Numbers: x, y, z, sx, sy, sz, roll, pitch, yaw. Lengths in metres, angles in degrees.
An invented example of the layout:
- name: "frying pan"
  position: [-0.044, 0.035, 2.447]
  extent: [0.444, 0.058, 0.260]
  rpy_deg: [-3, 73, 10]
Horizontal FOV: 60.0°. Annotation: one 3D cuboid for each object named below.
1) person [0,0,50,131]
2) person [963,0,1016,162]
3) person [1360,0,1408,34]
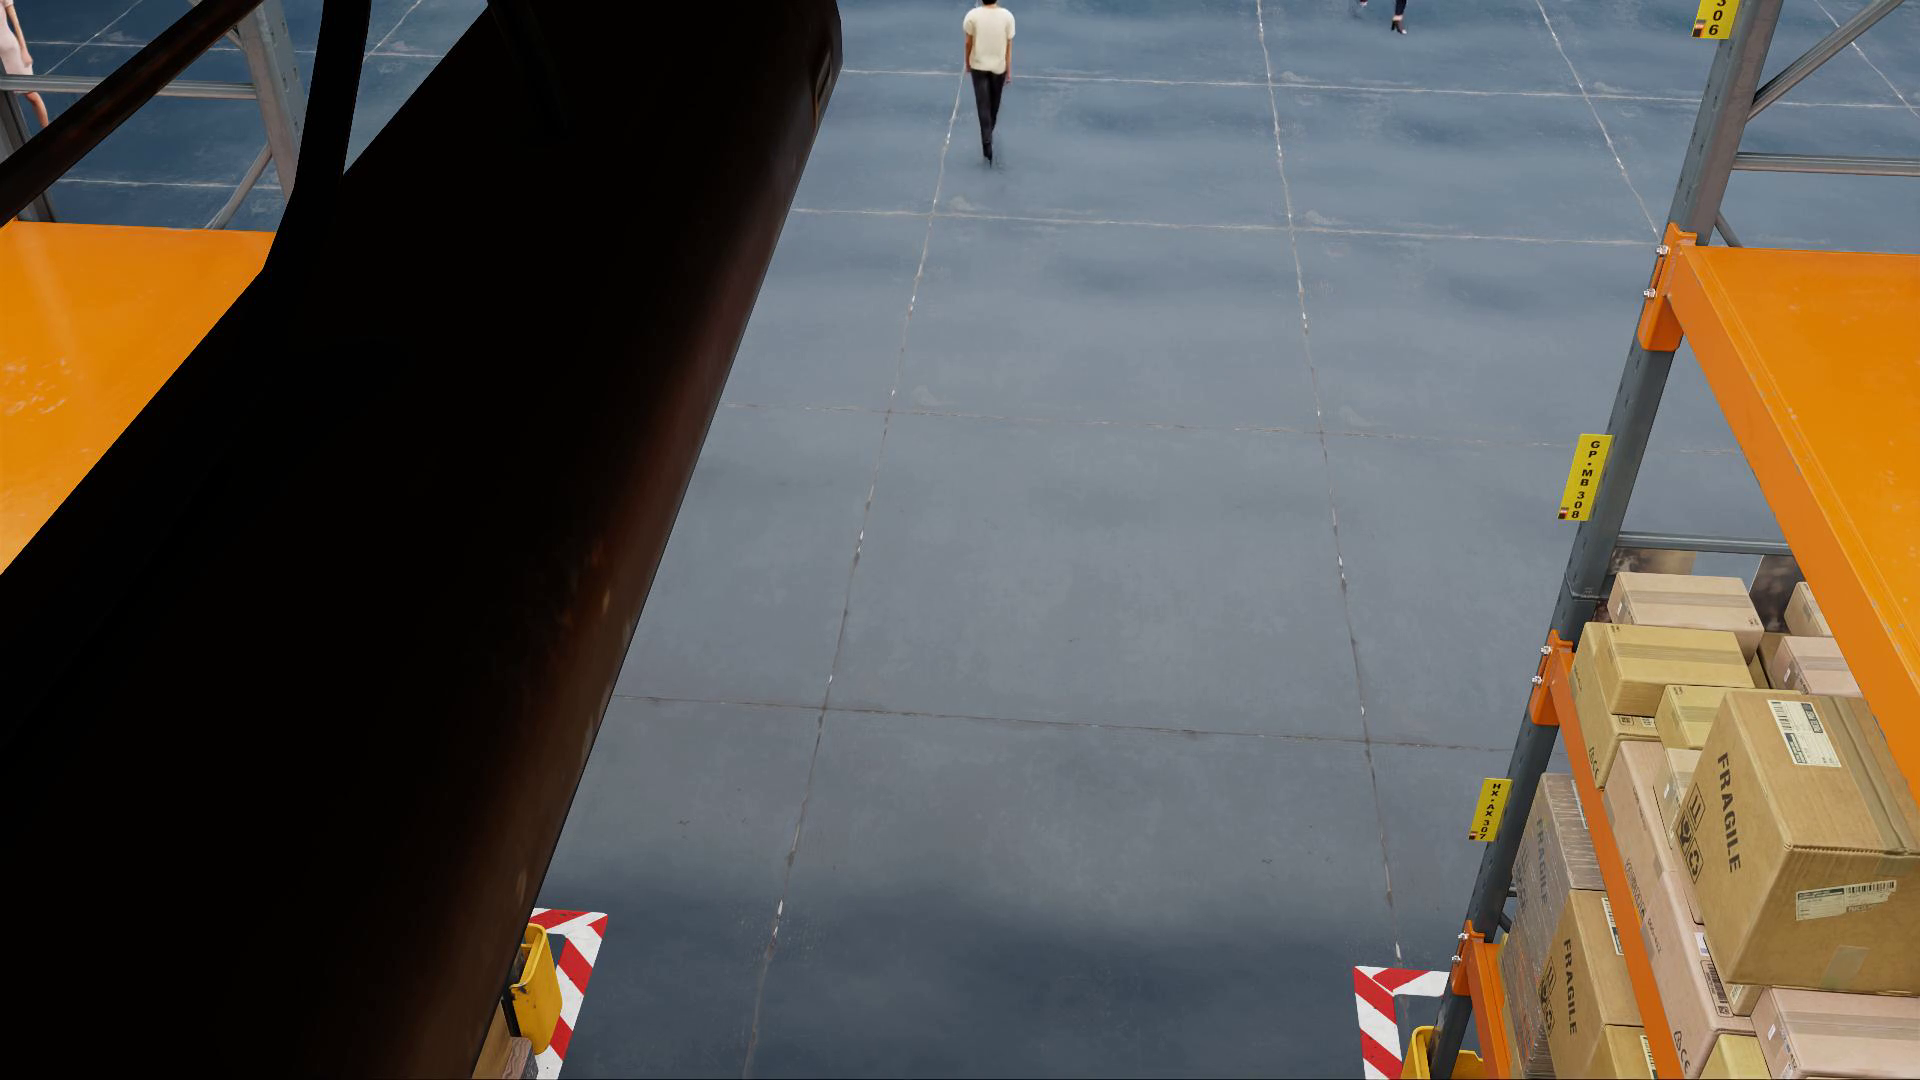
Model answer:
- name: "person"
  position: [-8.241, -4.193, 14.372]
  extent: [0.596, 1.830, 0.546]
  rpy_deg: [-3, 38, -4]
- name: "person"
  position: [0.250, -4.047, 14.415]
  extent: [0.721, 1.546, 1.028]
  rpy_deg: [-3, 38, -4]
- name: "person"
  position: [4.390, -6.029, 16.802]
  extent: [0.906, 1.727, 1.058]
  rpy_deg: [-18, 41, -22]
